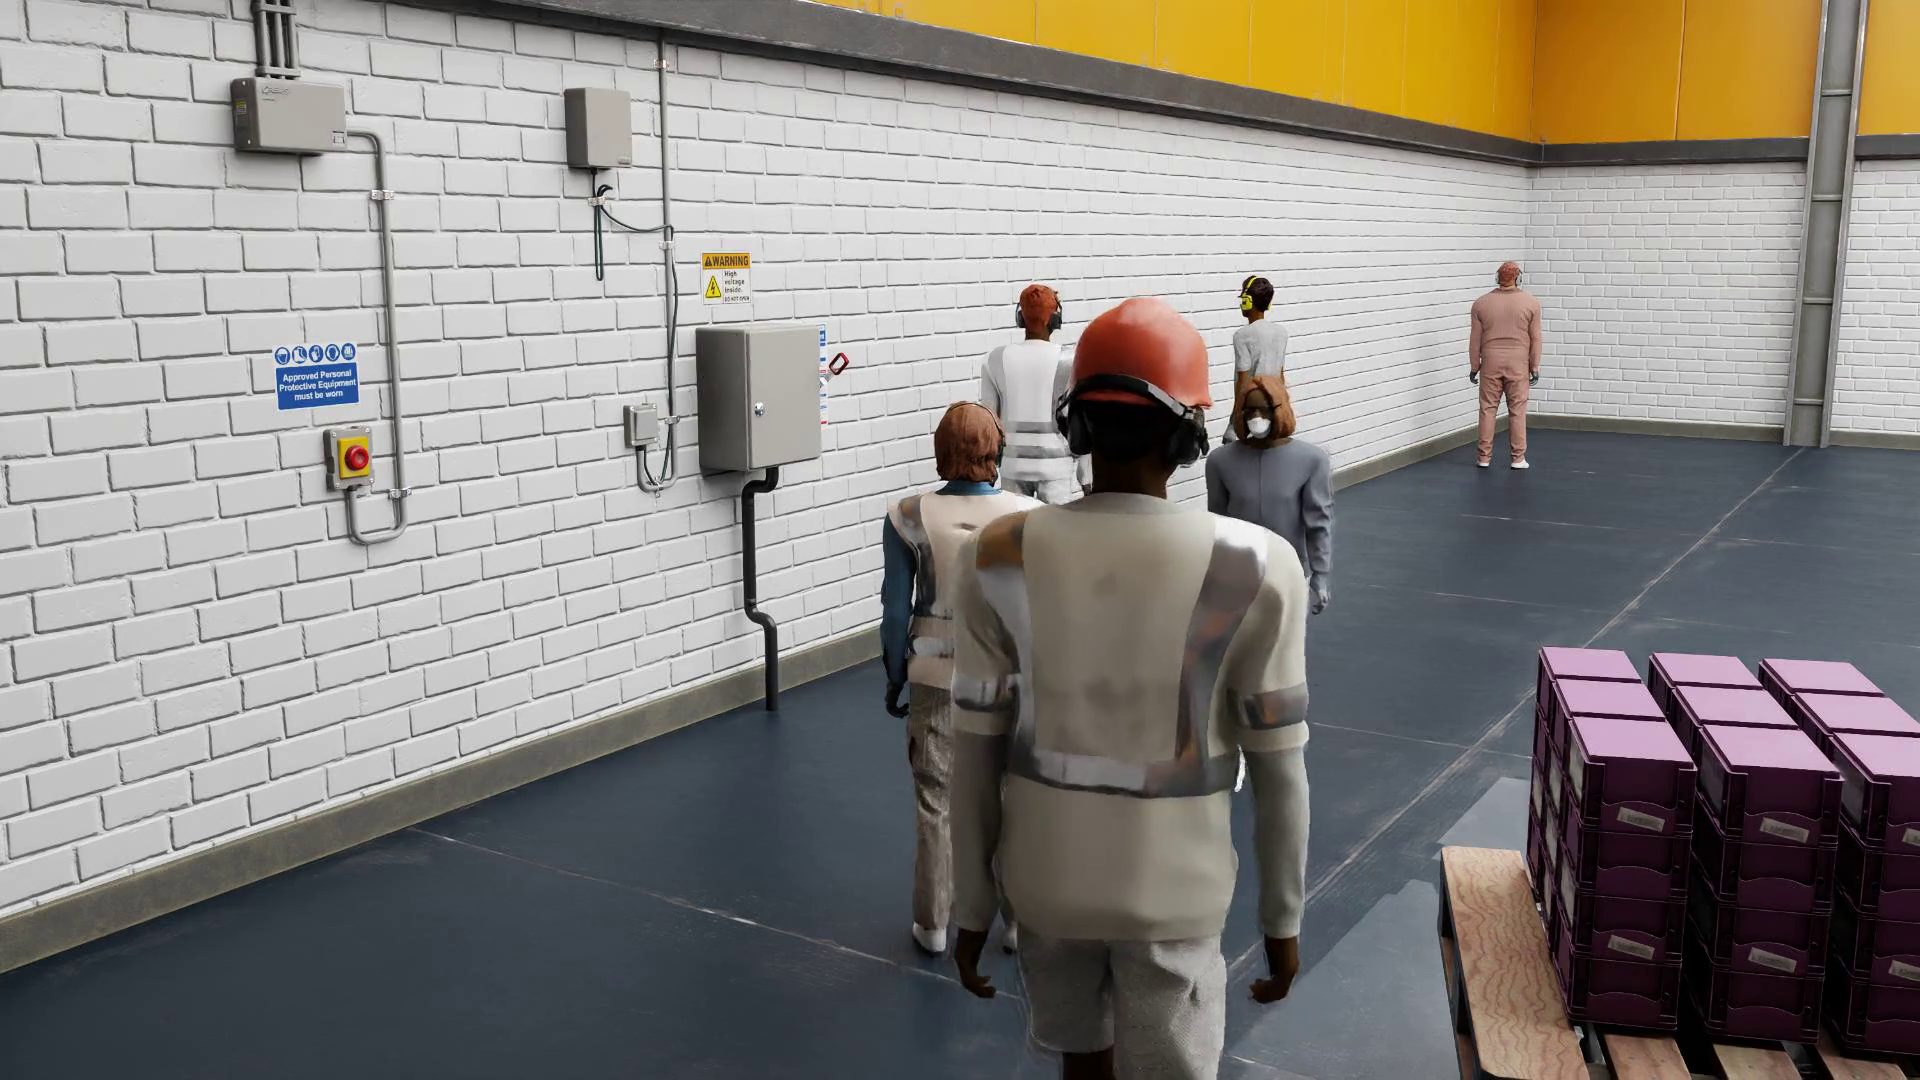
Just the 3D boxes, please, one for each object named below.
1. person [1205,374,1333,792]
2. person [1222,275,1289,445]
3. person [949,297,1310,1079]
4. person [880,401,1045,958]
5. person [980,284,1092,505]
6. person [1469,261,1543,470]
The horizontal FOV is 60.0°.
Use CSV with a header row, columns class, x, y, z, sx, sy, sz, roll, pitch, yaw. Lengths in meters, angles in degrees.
class,x,y,z,sx,sy,sz,roll,pitch,yaw
person,1.223,0.126,6.608,0.503,1.595,0.813,3,11,15
person,1.930,-0.790,10.918,0.518,1.874,0.329,-9,13,-40
person,0.254,0.607,2.798,0.621,2.014,0.887,3,11,17
person,0.027,0.416,4.876,0.522,1.638,0.310,0,10,-2
person,0.385,-0.331,8.332,0.584,1.883,0.337,3,11,16
person,5.011,-1.599,15.297,0.639,1.910,0.407,5,11,24
